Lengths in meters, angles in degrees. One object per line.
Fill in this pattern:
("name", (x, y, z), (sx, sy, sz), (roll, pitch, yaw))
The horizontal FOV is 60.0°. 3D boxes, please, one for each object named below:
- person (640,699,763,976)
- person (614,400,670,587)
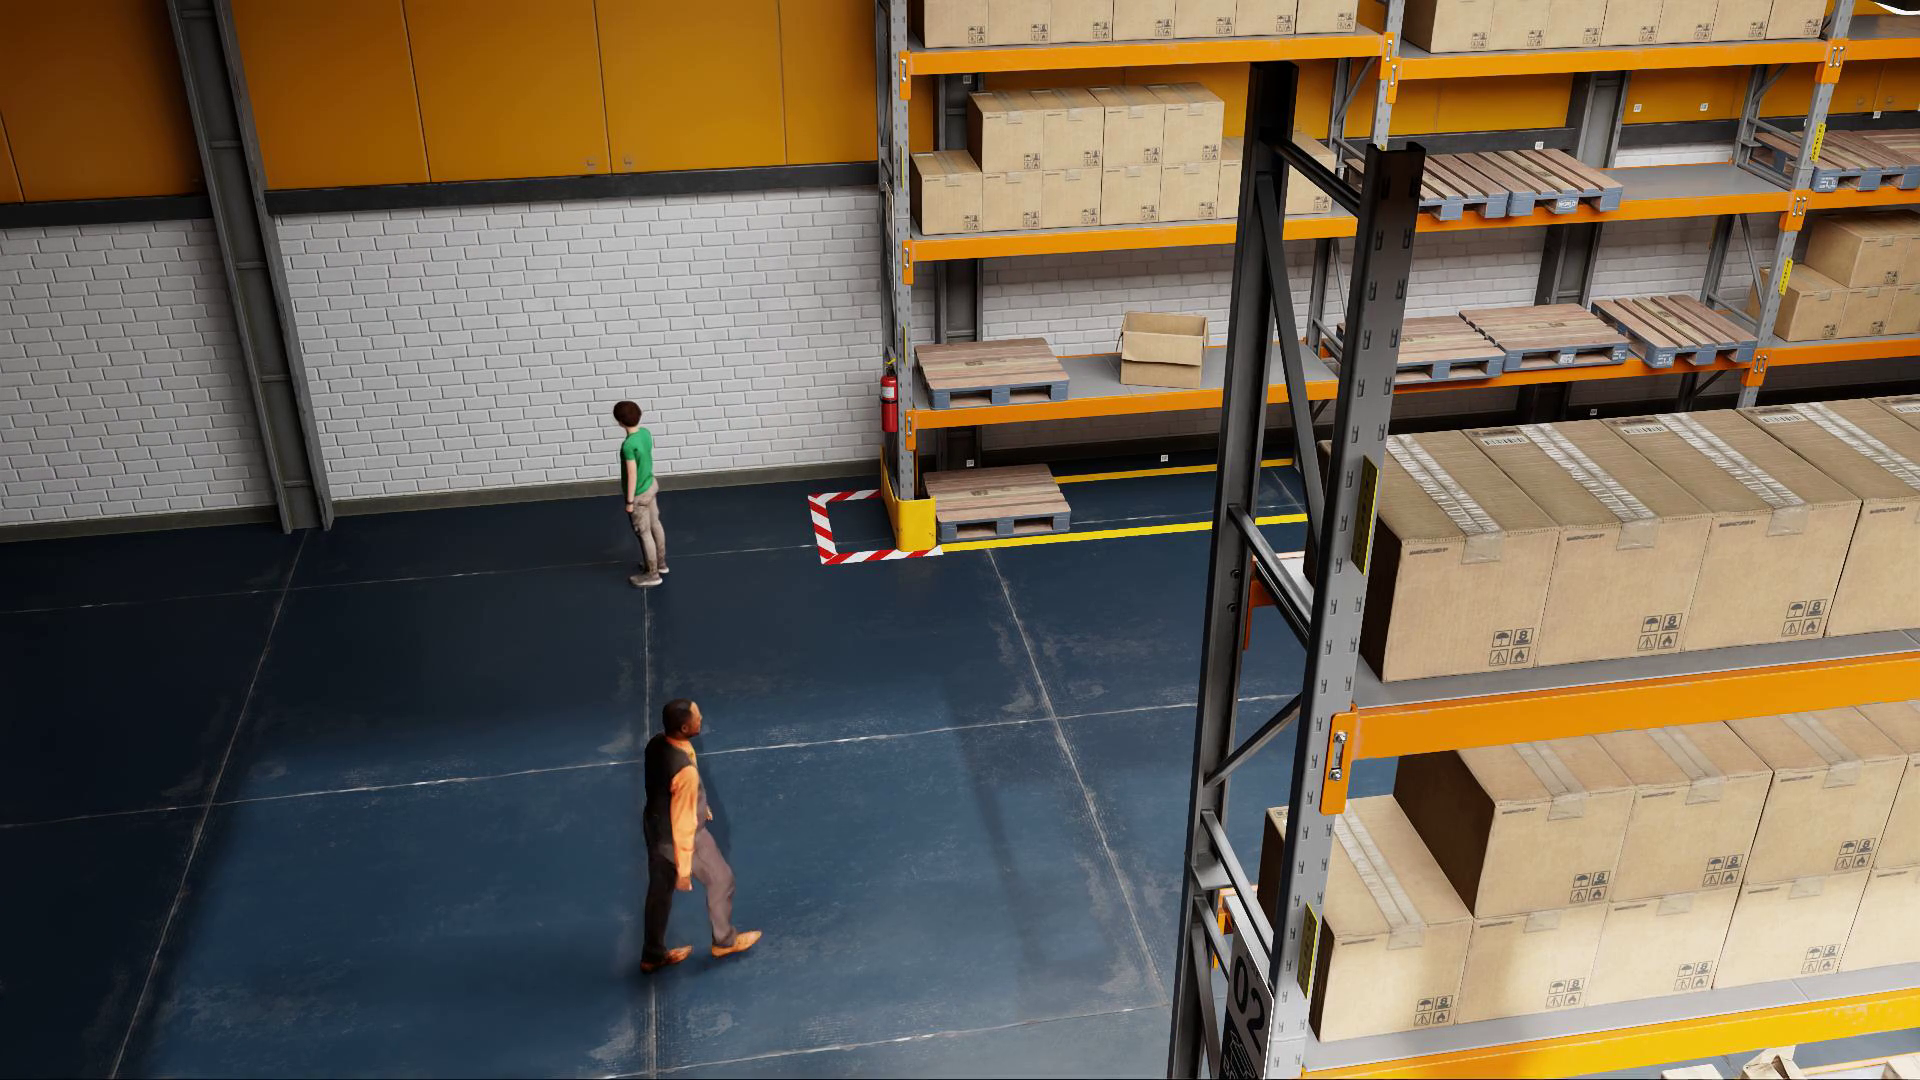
("person", (-1.737, 1.772, 9.657), (1.100, 1.877, 0.956), (-20, 34, -32))
("person", (-2.655, -0.406, 13.887), (0.660, 1.651, 0.657), (7, 29, 12))
